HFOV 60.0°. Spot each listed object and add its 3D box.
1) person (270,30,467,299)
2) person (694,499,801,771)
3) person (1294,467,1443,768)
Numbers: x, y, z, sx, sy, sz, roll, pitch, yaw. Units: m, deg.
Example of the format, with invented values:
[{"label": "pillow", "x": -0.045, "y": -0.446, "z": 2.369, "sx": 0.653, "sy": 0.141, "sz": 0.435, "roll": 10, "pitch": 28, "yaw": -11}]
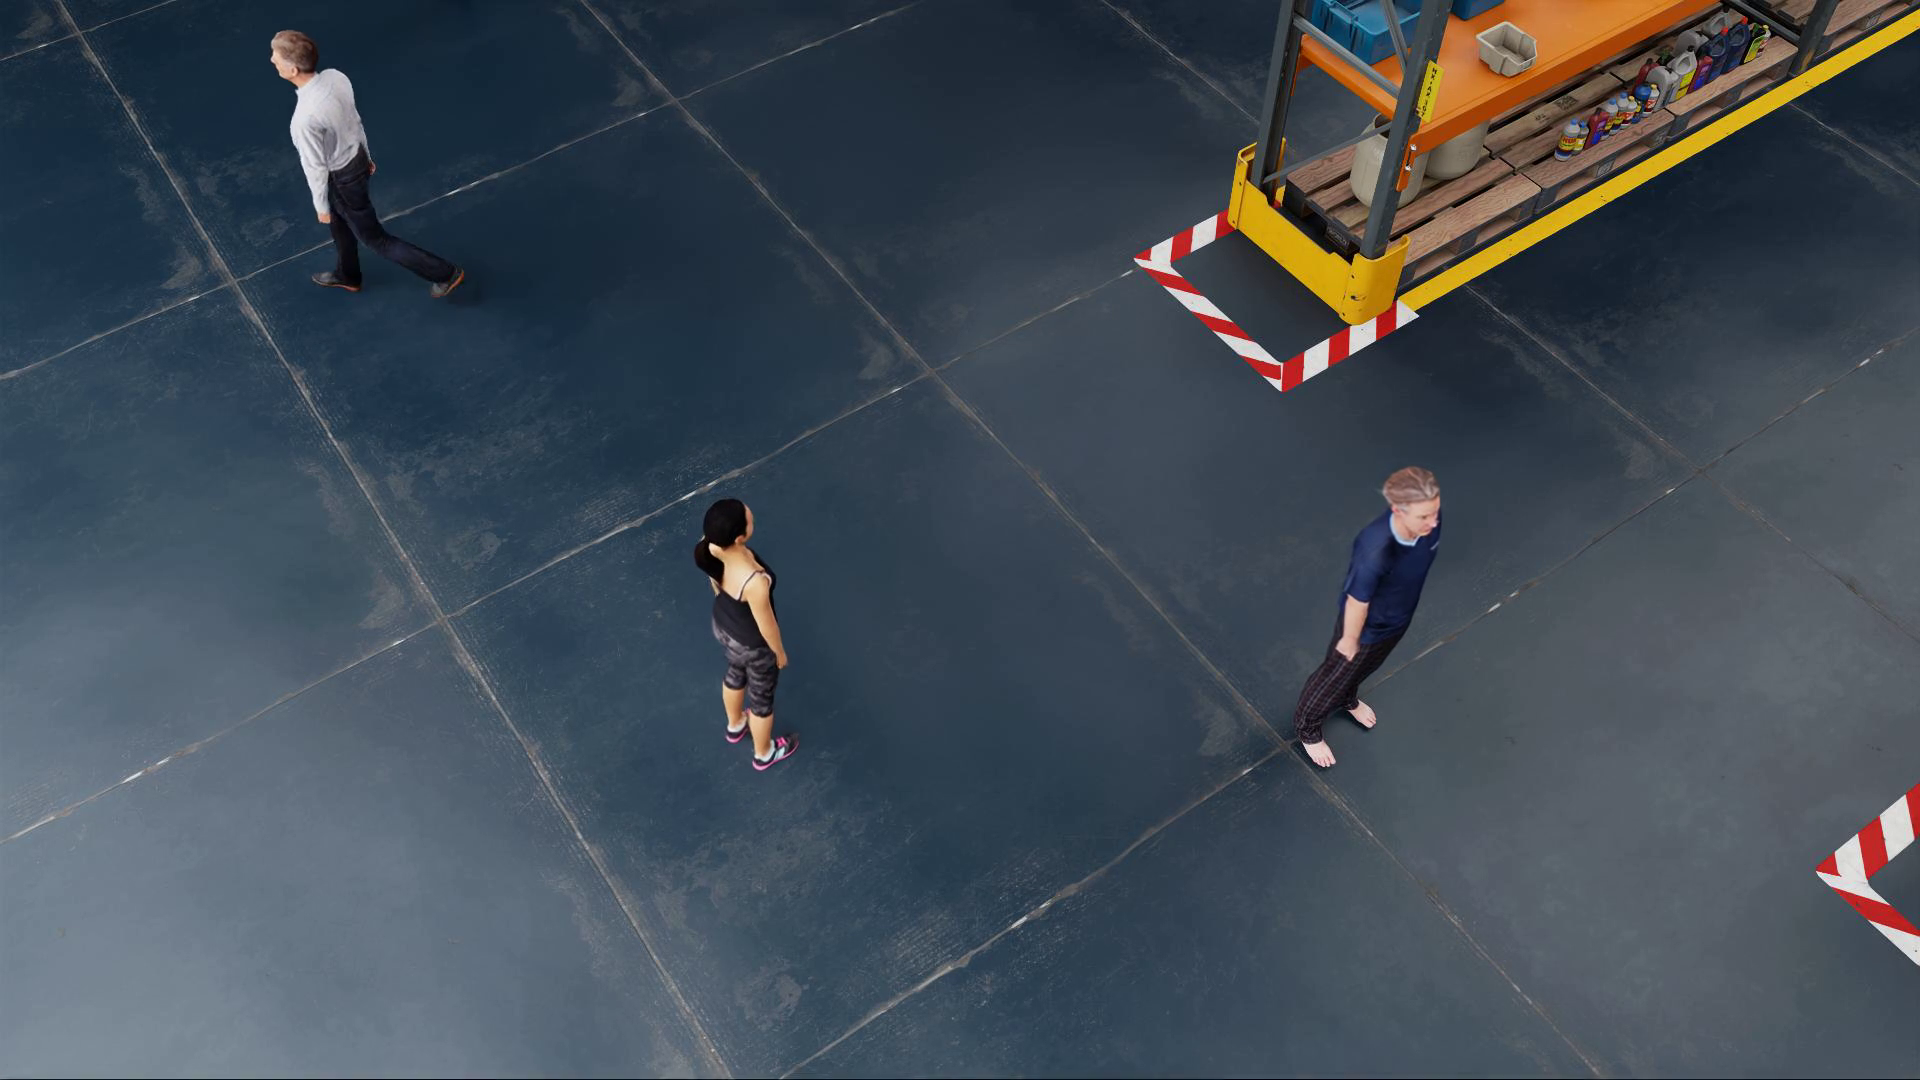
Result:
[{"label": "person", "x": -3.304, "y": -1.981, "z": 9.133, "sx": 1.265, "sy": 1.785, "sz": 1.149, "roll": 3, "pitch": 52, "yaw": 3}, {"label": "person", "x": -0.963, "y": 0.412, "z": 7.320, "sx": 0.572, "sy": 1.721, "sz": 0.588, "roll": -37, "pitch": 61, "yaw": -25}, {"label": "person", "x": 1.816, "y": 0.318, "z": 7.298, "sx": 0.507, "sy": 1.871, "sz": 0.740, "roll": -35, "pitch": 60, "yaw": -24}]
